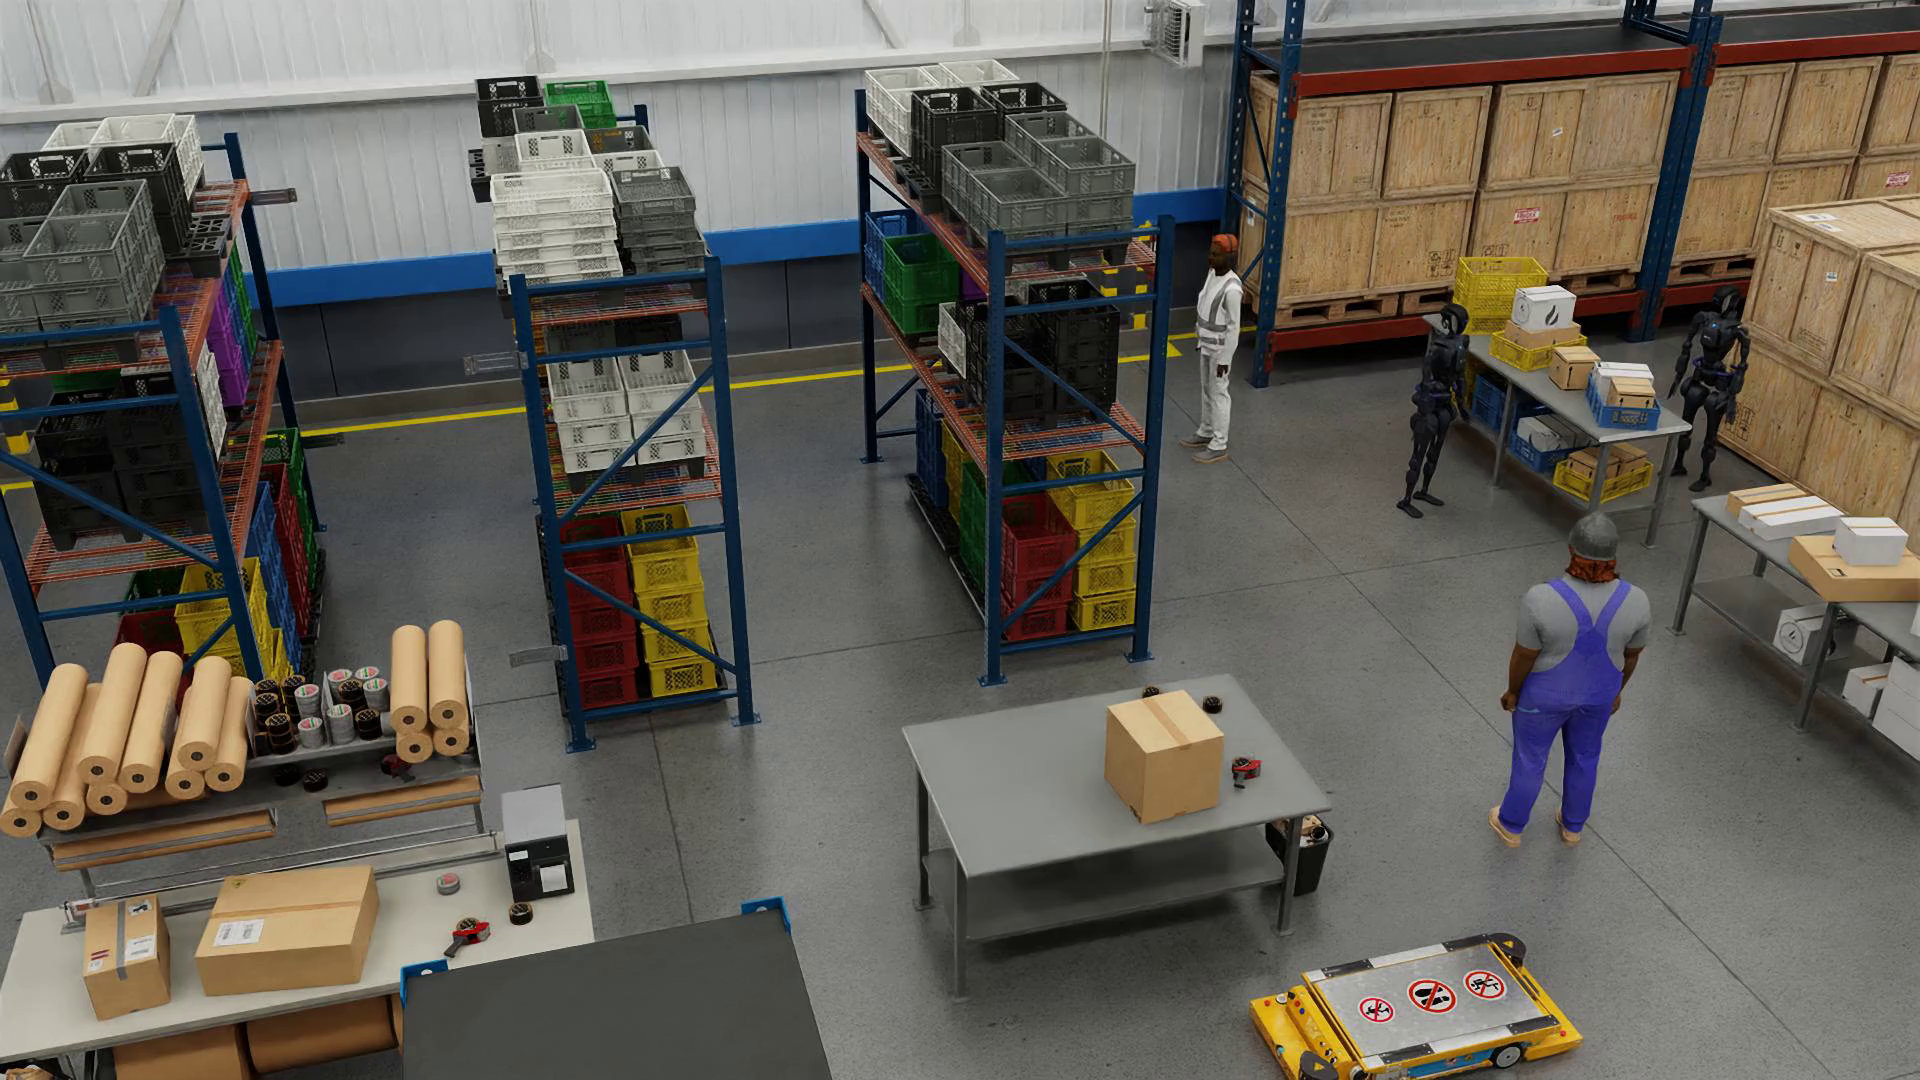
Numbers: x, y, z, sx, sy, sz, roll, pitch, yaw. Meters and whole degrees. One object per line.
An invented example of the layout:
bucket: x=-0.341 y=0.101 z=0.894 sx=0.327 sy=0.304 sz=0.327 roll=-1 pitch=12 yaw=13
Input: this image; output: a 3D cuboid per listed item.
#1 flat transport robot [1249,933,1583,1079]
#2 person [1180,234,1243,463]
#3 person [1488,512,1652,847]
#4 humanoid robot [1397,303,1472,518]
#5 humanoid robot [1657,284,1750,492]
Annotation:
flat transport robot: x=2.184 y=2.282 z=7.980 sx=1.431 sy=0.197 sz=0.652 roll=-8 pitch=30 yaw=-14
person: x=2.032 y=-1.534 z=13.274 sx=0.348 sy=1.883 sz=0.582 roll=-5 pitch=29 yaw=-9
person: x=3.242 y=0.753 z=8.954 sx=0.677 sy=2.000 sz=0.537 roll=0 pitch=29 yaw=0
humanoid robot: x=3.596 y=-0.982 z=12.469 sx=0.600 sy=1.657 sz=0.331 roll=-23 pitch=36 yaw=-35
humanoid robot: x=5.778 y=-1.184 z=12.840 sx=0.320 sy=1.657 sz=0.612 roll=-16 pitch=32 yaw=-26
